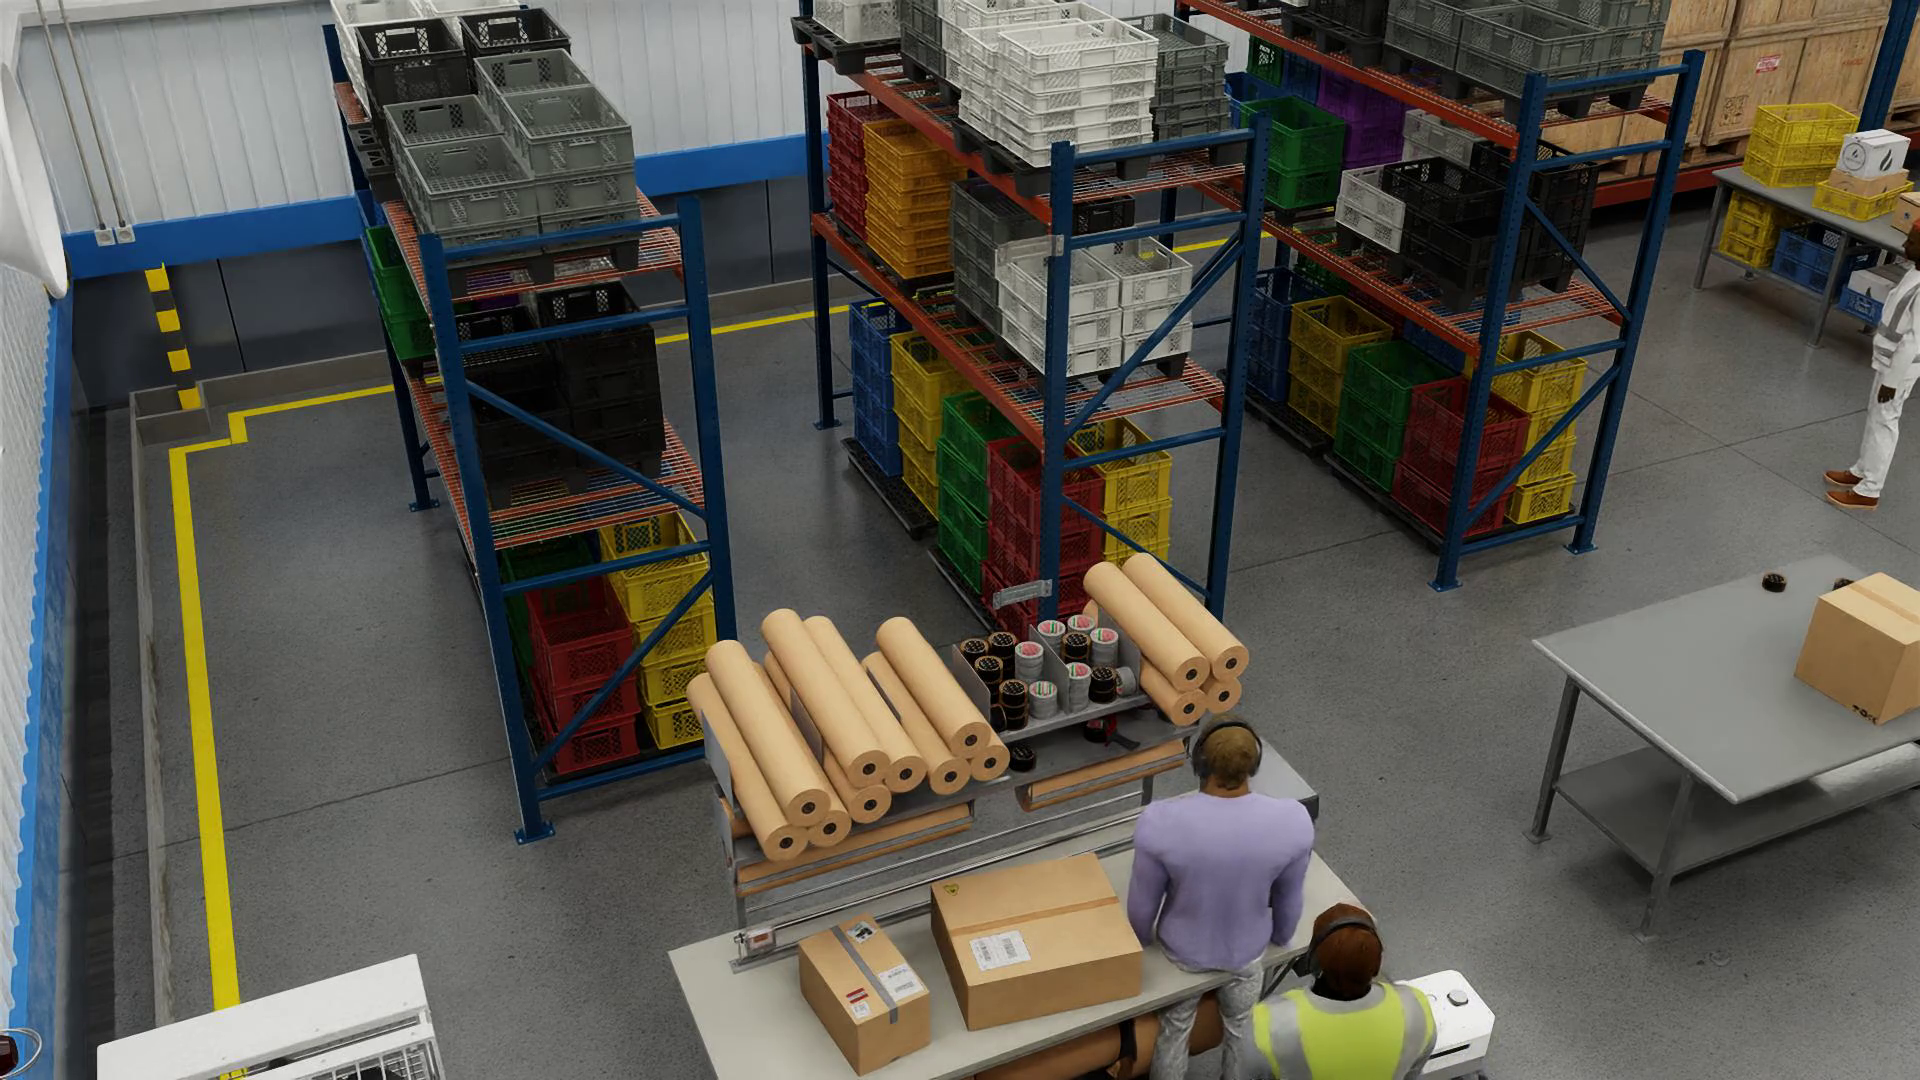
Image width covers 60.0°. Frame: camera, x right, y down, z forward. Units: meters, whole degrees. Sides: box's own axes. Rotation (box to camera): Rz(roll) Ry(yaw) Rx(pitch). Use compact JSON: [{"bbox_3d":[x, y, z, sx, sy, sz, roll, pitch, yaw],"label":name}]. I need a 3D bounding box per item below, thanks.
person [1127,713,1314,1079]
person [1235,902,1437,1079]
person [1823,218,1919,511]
[{"bbox_3d":[0.911,1.446,6.029,0.631,1.931,0.367,0,32,0],"label":"person"},{"bbox_3d":[1.151,1.898,5.376,0.633,1.842,0.429,-6,32,-10],"label":"person"},{"bbox_3d":[5.718,-1.071,10.170,0.351,1.877,0.569,14,34,21],"label":"person"}]
